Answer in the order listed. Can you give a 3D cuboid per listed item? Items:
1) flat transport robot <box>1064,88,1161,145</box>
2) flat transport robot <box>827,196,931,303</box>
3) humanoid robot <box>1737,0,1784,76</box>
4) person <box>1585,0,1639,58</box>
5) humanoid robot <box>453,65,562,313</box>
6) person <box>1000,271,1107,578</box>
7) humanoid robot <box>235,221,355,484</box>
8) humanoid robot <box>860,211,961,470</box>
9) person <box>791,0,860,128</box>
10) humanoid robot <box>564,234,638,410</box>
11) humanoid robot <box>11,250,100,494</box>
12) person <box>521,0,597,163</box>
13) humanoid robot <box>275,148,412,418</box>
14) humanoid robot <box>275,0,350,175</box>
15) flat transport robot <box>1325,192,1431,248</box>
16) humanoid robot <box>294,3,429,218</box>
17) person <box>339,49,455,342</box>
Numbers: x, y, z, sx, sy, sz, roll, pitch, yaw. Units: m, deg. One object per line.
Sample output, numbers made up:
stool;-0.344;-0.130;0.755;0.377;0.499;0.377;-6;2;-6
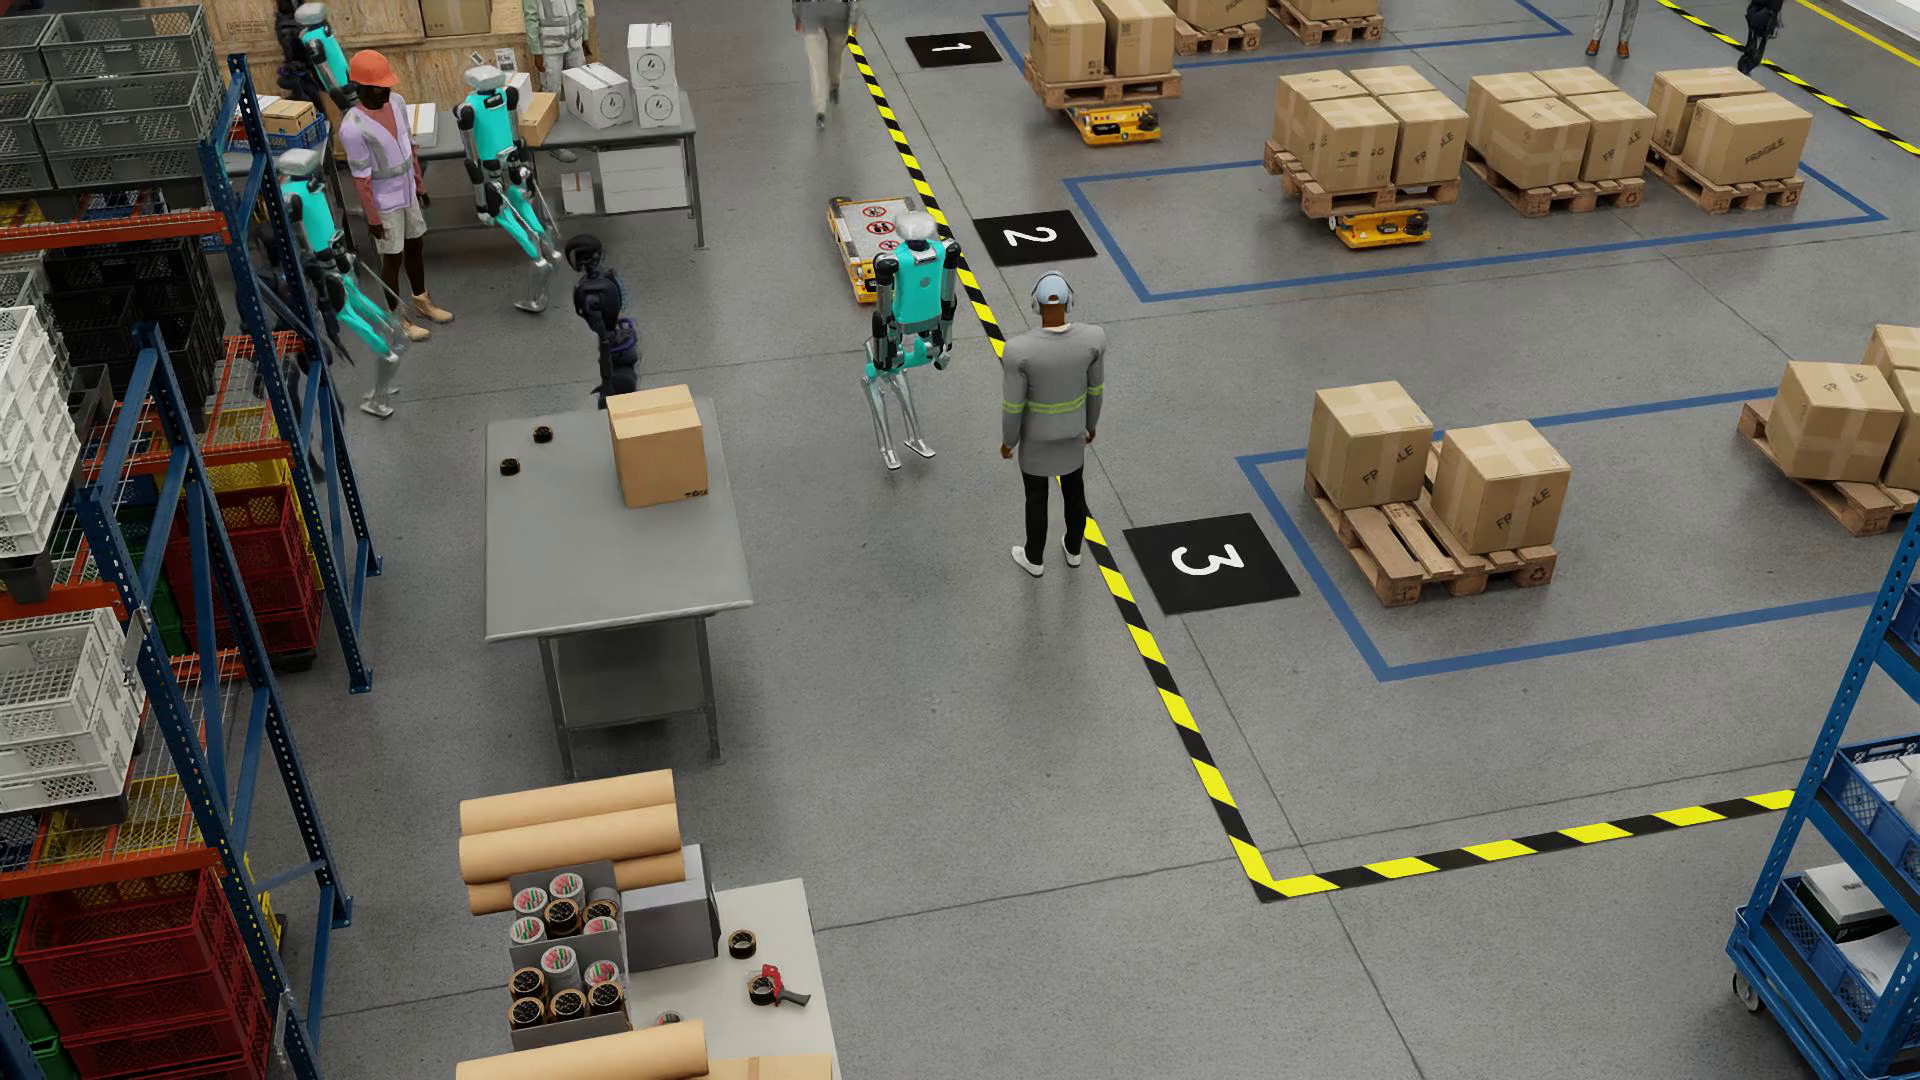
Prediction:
flat transport robot;1.255;-3.909;14.784;0.652;0.197;1.431;-8;37;-10
flat transport robot;-0.570;-2.220;12.538;0.659;0.231;1.431;-8;37;-10
humanoid robot;7.109;-4.726;14.732;0.410;1.646;0.586;8;37;10
person;6.282;-5.456;15.535;0.589;1.880;0.379;10;38;13
humanoid robot;-3.001;-2.336;11.462;0.671;1.798;0.544;19;41;24
person;0.489;-0.622;9.069;0.587;1.846;0.406;-10;38;-14
humanoid robot;-3.932;-1.114;9.866;0.326;1.657;0.612;31;46;35
humanoid robot;-0.363;-1.244;9.883;0.533;1.677;0.735;-18;40;-23
person;-1.154;-4.489;14.368;0.586;1.707;0.939;-4;37;-6
humanoid robot;-2.033;-1.071;9.823;0.425;1.645;0.605;-6;37;-7
humanoid robot;-5.200;-0.975;9.705;0.505;1.640;0.596;-16;40;-21
person;-3.273;-4.076;13.636;0.412;1.939;0.602;26;44;30
humanoid robot;-3.776;-1.603;10.451;0.680;1.764;0.551;-1;37;-1
humanoid robot;-5.233;-3.612;13.232;0.420;1.641;0.612;-2;37;-2
flat transport robot;3.134;-2.740;13.213;0.652;0.197;1.431;-8;37;-10
humanoid robot;-4.412;-3.228;12.680;0.901;1.753;0.537;-8;37;-11
person;-3.788;-2.303;11.178;0.403;2.035;0.598;11;38;15
